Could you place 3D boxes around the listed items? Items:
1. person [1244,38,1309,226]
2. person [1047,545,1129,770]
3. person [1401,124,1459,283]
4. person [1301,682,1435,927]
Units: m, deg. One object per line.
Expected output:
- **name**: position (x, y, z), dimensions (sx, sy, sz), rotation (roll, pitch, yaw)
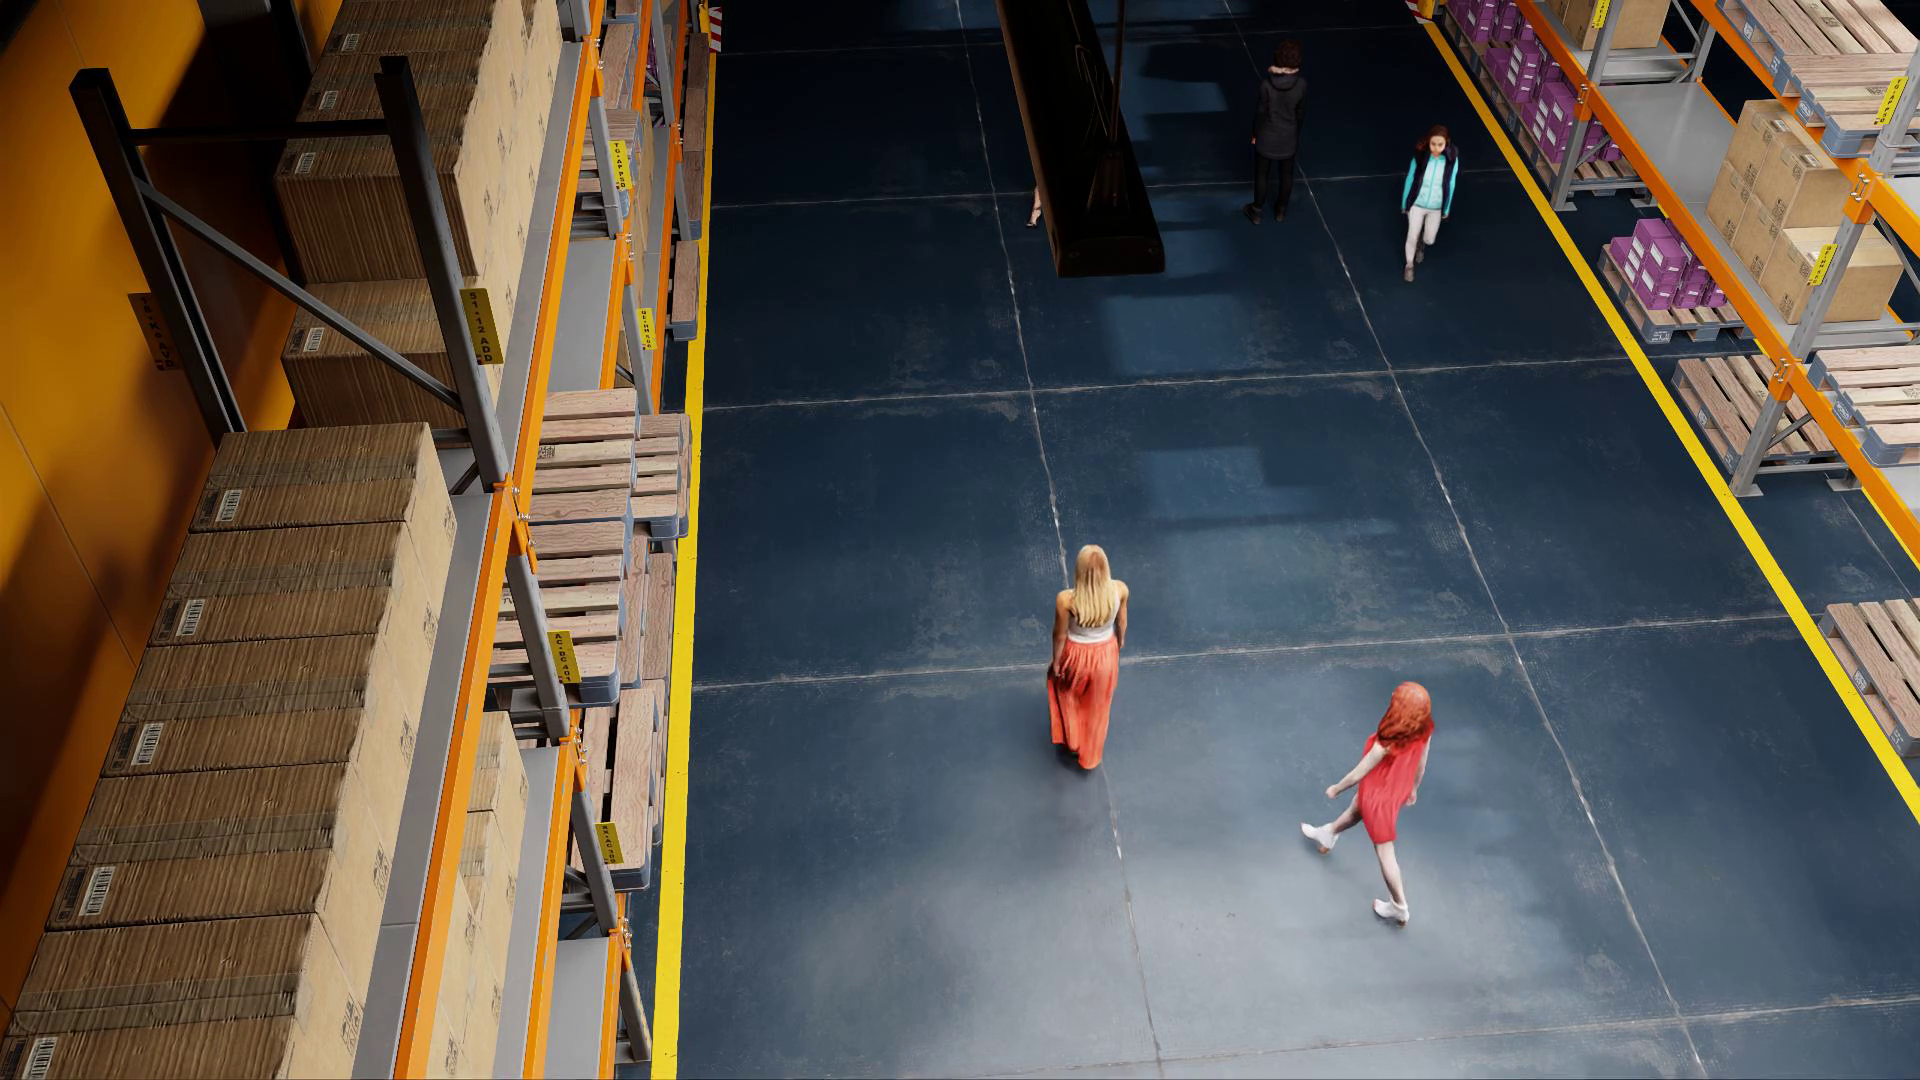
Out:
- **person**: position (2.837, -3.620, 14.820), dimensions (0.614, 1.781, 0.586), rotation (-2, 44, -2)
- **person**: position (0.808, 0.795, 10.178), dimensions (0.627, 1.792, 0.751), rotation (-3, 44, -3)
- **person**: position (4.017, -2.941, 14.320), dimensions (0.649, 1.488, 0.719), rotation (6, 44, 6)
- **person**: position (2.420, 1.502, 9.452), dimensions (1.003, 1.770, 1.174), rotation (-29, 51, -27)
